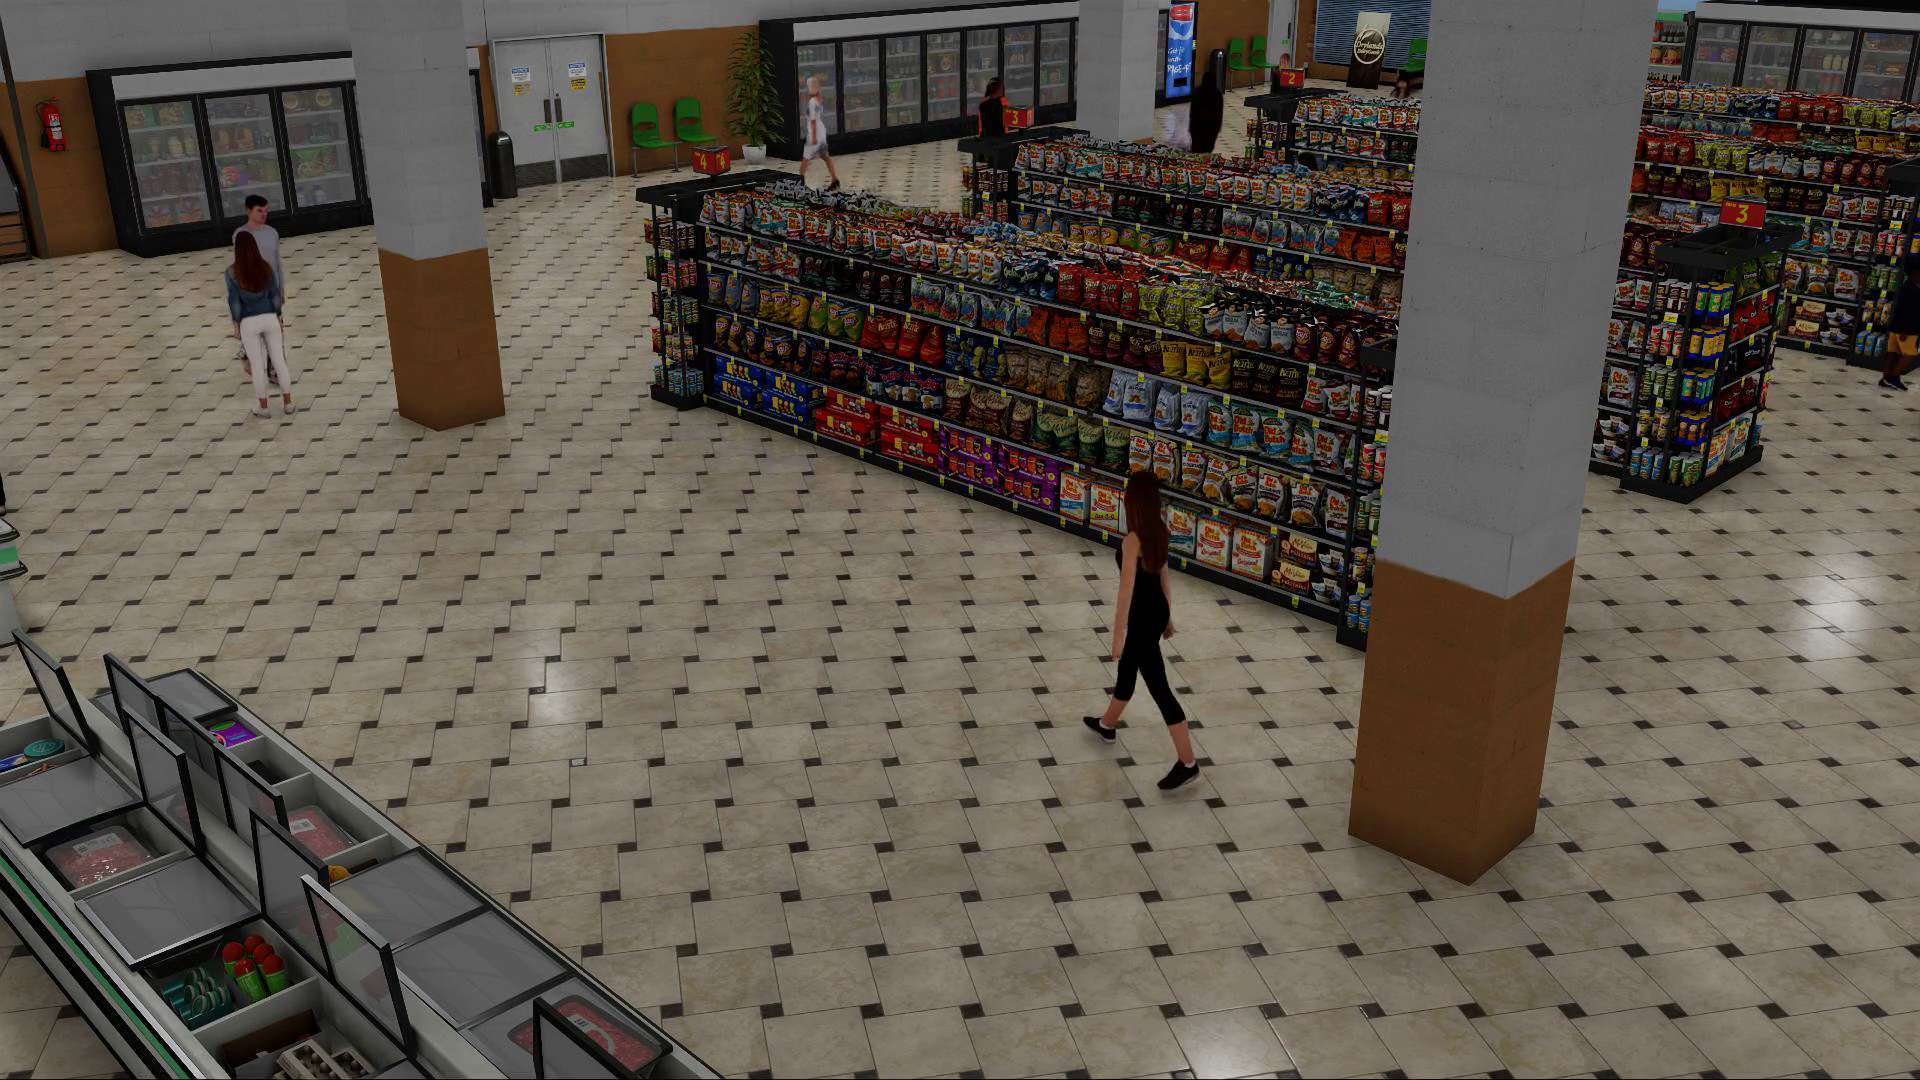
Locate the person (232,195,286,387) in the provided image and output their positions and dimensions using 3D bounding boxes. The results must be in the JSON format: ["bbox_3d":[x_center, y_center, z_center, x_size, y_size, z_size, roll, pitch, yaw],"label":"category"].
[{"bbox_3d":[-6.795,-2.406,16.052,0.838,1.829,0.703,19,29,39],"label":"person"}]

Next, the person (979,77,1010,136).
[{"bbox_3d":[0.523,-6.322,25.908,0.686,1.748,0.779,5,22,12],"label":"person"}]

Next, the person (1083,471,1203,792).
[{"bbox_3d":[1.075,0.504,9.011,1.152,1.679,0.868,10,24,23],"label":"person"}]

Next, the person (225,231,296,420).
[{"bbox_3d":[-6.354,-1.952,15.093,0.648,1.702,0.575,-15,26,-32],"label":"person"}]

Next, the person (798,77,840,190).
[{"bbox_3d":[-2.151,-6.260,25.823,1.172,1.696,0.901,8,23,19],"label":"person"}]

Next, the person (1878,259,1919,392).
[{"bbox_3d":[9.004,-2.066,15.981,0.656,1.252,0.607,5,22,11],"label":"person"}]

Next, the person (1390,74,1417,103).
[{"bbox_3d":[7.227,-6.801,27.253,0.634,1.633,0.748,15,26,33],"label":"person"}]

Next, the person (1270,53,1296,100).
[{"bbox_3d":[5.741,-7.796,29.635,0.655,1.704,0.726,1,22,2],"label":"person"}]

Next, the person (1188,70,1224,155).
[{"bbox_3d":[3.889,-6.580,26.550,0.805,1.747,0.881,8,23,19],"label":"person"}]
